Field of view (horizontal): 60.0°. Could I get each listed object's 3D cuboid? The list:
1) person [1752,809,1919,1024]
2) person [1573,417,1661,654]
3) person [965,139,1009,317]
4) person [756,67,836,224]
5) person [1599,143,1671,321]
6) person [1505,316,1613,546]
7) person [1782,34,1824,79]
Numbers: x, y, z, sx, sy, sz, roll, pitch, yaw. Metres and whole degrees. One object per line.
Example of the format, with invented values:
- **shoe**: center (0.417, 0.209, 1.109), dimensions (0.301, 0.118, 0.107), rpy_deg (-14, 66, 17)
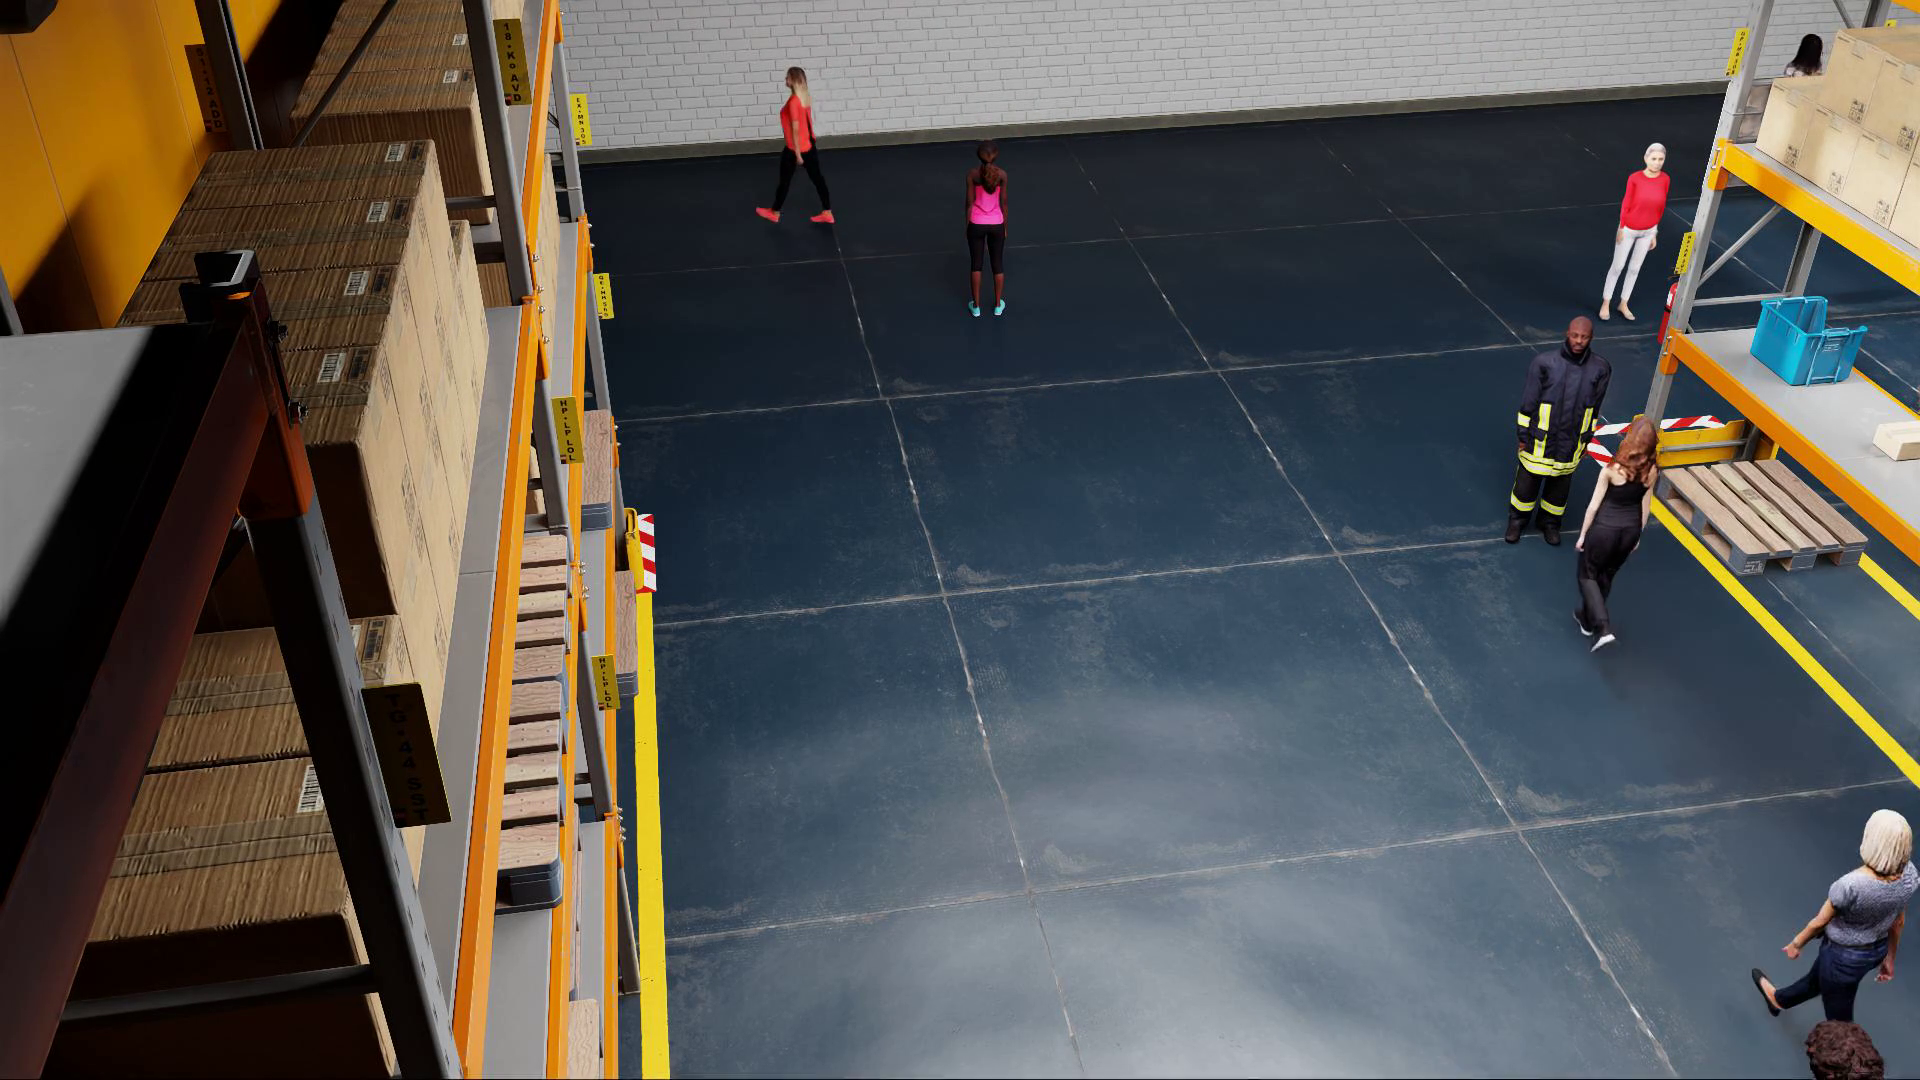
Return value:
- **person**: center (4.351, 2.074, 8.023), dimensions (0.669, 1.673, 1.139), rpy_deg (-10, 35, -14)
- **person**: center (4.375, 0.007, 11.079), dimensions (0.665, 1.731, 0.946), rpy_deg (-1, 34, -1)
- **person**: center (0.246, -2.907, 15.473), dimensions (0.575, 1.720, 0.576), rpy_deg (-1, 34, -2)
- **person**: center (-1.557, -4.046, 17.246), dimensions (0.971, 1.654, 1.069), rpy_deg (10, 35, 15)
- **person**: center (6.276, -2.862, 15.431), dimensions (0.588, 1.693, 0.594), rpy_deg (1, 34, 2)
- **person**: center (4.388, -0.821, 12.242), dimensions (0.833, 1.823, 0.800), rpy_deg (5, 34, 8)
- **person**: center (9.013, -4.553, 17.973), dimensions (0.626, 1.693, 1.112), rpy_deg (-6, 34, -9)
